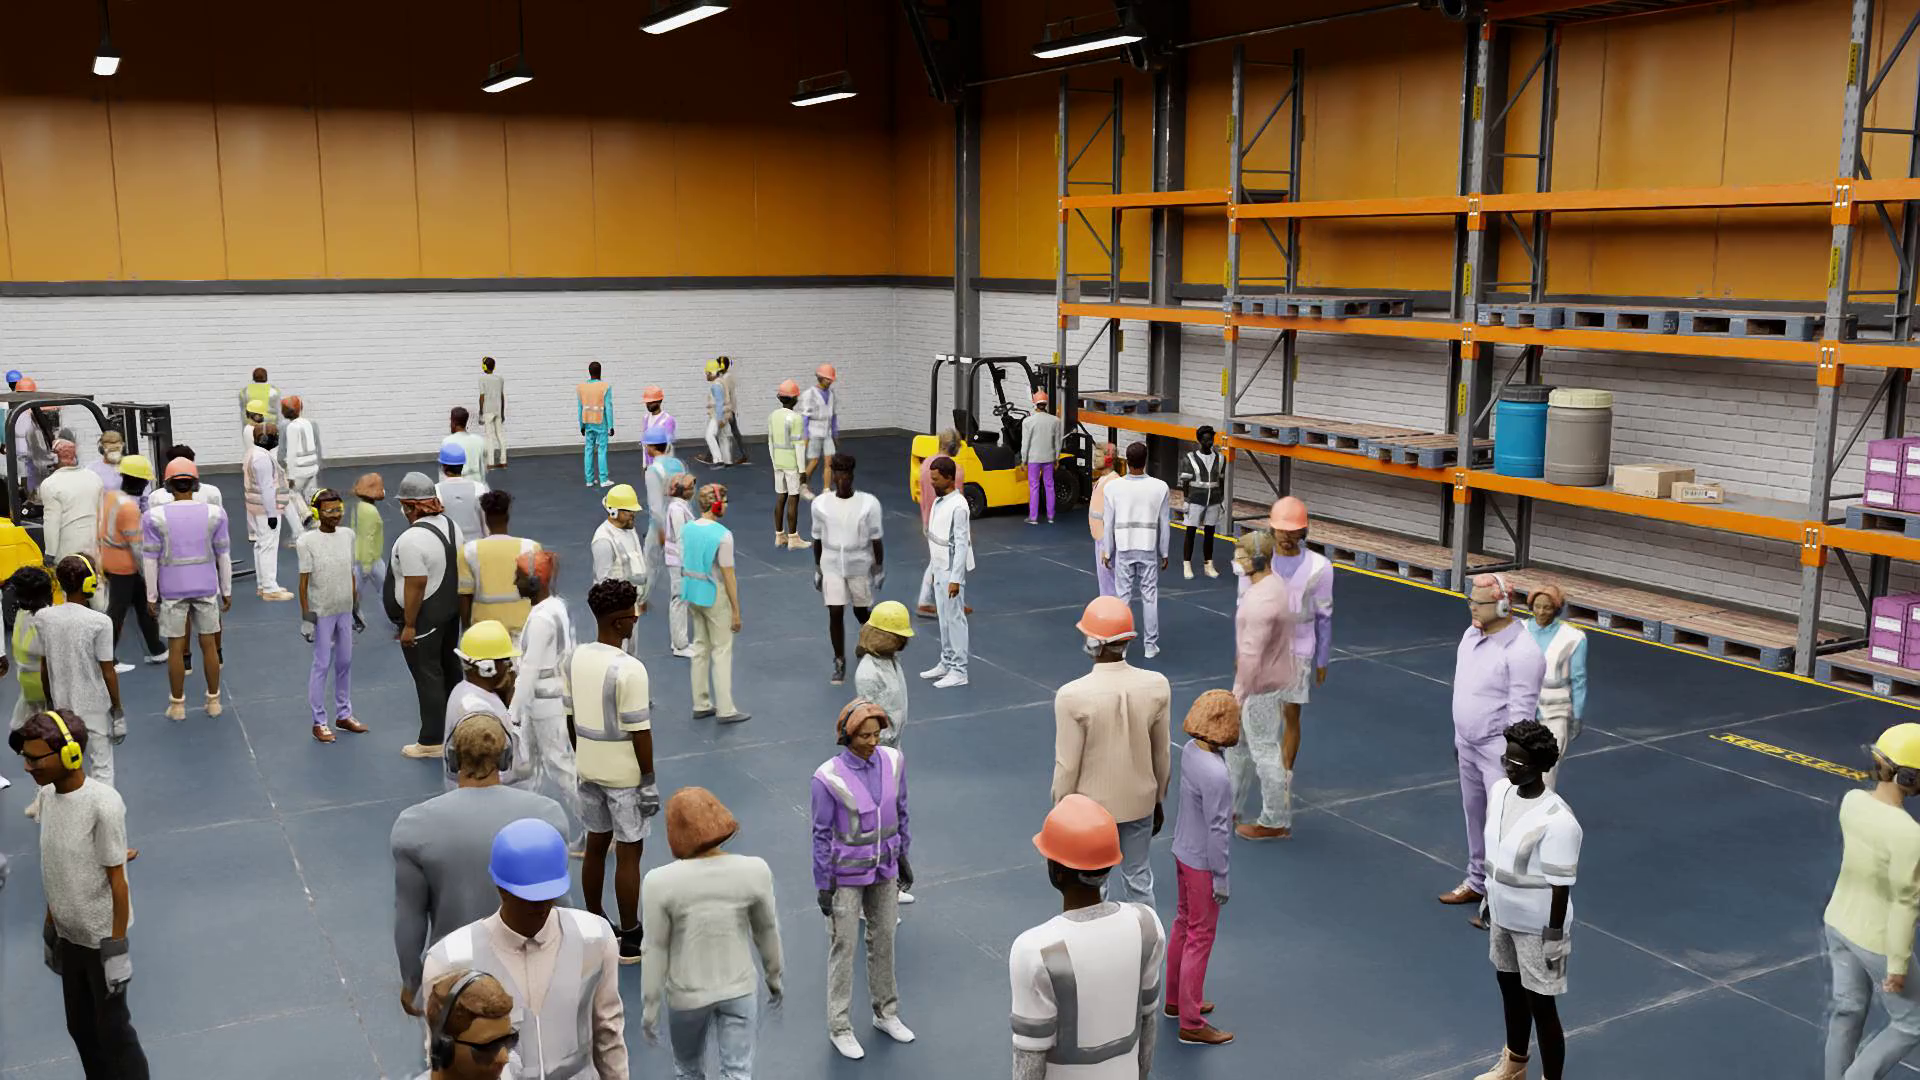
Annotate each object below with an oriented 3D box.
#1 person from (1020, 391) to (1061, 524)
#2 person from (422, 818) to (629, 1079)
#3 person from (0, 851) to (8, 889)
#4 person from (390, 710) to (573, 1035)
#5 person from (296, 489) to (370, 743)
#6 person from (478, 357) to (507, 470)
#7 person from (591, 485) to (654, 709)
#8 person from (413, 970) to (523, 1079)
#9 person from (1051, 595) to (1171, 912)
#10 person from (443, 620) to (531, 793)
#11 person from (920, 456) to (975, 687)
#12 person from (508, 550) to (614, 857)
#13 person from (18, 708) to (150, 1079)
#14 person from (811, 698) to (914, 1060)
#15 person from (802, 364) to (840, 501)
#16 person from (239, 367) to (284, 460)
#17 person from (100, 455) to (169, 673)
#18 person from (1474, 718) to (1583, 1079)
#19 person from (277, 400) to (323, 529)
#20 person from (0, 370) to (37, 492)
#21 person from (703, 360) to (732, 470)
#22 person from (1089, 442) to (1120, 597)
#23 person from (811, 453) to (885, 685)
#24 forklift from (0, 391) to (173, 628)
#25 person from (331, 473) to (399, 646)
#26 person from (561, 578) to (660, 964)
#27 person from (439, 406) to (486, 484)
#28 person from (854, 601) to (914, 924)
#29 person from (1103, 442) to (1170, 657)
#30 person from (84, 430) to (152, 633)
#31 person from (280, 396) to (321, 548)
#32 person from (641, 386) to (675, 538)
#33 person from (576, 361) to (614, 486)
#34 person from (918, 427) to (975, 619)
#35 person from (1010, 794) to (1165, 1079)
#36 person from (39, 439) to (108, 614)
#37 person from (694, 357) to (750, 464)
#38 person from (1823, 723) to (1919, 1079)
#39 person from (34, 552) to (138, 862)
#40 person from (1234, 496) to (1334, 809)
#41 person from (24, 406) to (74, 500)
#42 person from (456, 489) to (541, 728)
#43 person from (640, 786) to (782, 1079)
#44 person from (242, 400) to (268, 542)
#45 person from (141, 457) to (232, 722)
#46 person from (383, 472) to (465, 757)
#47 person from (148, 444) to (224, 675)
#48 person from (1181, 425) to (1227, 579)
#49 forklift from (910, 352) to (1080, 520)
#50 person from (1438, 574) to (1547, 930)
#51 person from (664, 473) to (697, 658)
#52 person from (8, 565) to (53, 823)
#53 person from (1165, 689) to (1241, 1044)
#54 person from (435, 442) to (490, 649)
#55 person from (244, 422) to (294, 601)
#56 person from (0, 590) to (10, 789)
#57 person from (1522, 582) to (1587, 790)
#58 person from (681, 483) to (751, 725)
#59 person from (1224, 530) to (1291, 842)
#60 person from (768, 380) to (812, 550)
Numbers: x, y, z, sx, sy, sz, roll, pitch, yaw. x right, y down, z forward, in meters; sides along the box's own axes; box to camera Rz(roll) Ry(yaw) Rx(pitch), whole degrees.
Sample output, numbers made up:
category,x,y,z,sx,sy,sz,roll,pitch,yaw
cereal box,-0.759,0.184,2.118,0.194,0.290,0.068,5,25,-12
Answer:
category,x,y,z,sx,sy,sz,roll,pitch,yaw
person,1.055,-1.092,21.974,0.575,1.749,0.336,-4,11,-22
person,-1.291,1.762,5.021,0.606,1.940,0.415,-6,11,-29
person,-4.583,1.344,7.344,0.620,1.965,0.369,-4,11,-22
person,-1.742,1.577,6.131,0.636,1.928,0.380,-4,11,-22
person,-4.616,0.541,12.244,0.309,1.868,0.532,6,11,30
person,-7.718,-2.085,27.409,0.327,1.859,0.502,7,12,35
person,-2.606,0.471,12.805,0.403,1.817,0.601,2,10,9
person,-1.307,1.963,4.332,0.814,1.790,0.544,6,11,31
person,0.705,1.243,7.831,0.609,1.997,0.370,-4,11,-22
person,-2.277,1.292,8.049,0.403,1.830,0.599,-3,10,-19
person,-0.088,0.255,13.760,0.392,1.914,0.589,-3,10,-18
person,-2.475,0.973,9.793,0.862,1.852,0.577,-2,10,-10
person,-3.392,1.556,6.459,0.527,1.856,0.332,6,12,31
person,-0.443,1.497,7.432,0.525,1.631,0.313,-9,13,-41
person,-1.965,-1.521,23.738,0.737,1.993,0.673,9,14,43
person,-10.682,-1.735,25.489,0.628,1.827,0.506,-3,10,-16
person,-6.988,0.208,14.153,0.864,1.866,0.631,-7,12,-33
person,2.340,1.562,6.894,0.322,1.693,0.539,-3,10,-15
person,-8.504,-0.988,21.430,0.435,1.734,0.625,10,14,44
person,-13.060,-1.390,23.142,0.403,1.944,0.606,8,12,37
person,-3.995,-2.037,27.261,0.518,1.810,0.630,0,10,1
person,1.363,0.012,15.352,0.390,1.846,0.565,-1,10,-3
person,-0.932,0.196,14.059,0.616,1.940,0.811,1,10,6
forklift,-9.026,-0.363,16.508,1.214,2.155,2.313,6,11,29
person,-5.382,0.178,15.147,0.869,1.585,0.509,-6,12,-31
person,-1.740,1.160,8.412,0.613,1.959,0.361,8,13,39
person,-5.431,-0.530,18.350,0.779,1.892,0.600,4,11,24
person,-0.399,1.179,8.958,0.314,1.735,0.483,2,10,14
person,1.554,0.093,14.674,0.593,1.922,0.391,1,10,4
person,-7.909,-0.078,15.650,0.636,1.929,0.381,-8,12,-37
person,-7.966,-0.809,20.052,0.631,1.854,0.603,0,10,0
person,-3.776,-0.957,20.703,0.544,1.930,0.388,9,13,41
person,-5.571,-1.768,25.427,0.587,1.911,0.397,3,10,19
person,-0.098,-0.151,16.142,0.669,1.896,0.696,-7,12,-36
person,0.366,1.732,5.179,0.545,1.942,0.354,-6,12,-33
person,-8.022,0.041,15.017,0.401,1.906,0.650,3,10,17
person,-3.996,-2.164,27.974,0.971,1.813,0.544,1,10,5
person,3.666,1.578,6.633,0.364,1.749,0.524,-1,10,-5
person,-5.078,0.998,9.644,0.505,1.864,0.331,2,10,9
person,2.104,0.707,10.817,0.624,2.032,0.556,3,10,16
person,-10.102,-0.625,18.504,0.621,2.025,0.492,3,10,19
person,-3.245,0.597,11.835,0.612,1.917,1.023,-2,10,-9
person,-0.954,1.696,6.338,0.561,1.597,0.769,-3,10,-18
person,-8.711,-0.859,20.622,0.338,1.759,0.528,-3,10,-17
person,-5.907,0.376,12.742,0.613,2.031,0.410,-7,12,-34
person,-3.838,0.521,11.865,0.535,2.000,0.684,2,10,12
person,-6.565,0.159,14.156,0.361,1.964,0.615,10,14,44
person,2.674,-0.417,18.253,0.534,1.697,0.321,-3,10,-15
forklift,0.460,-1.461,22.833,2.313,2.155,1.214,-5,11,-28
person,2.823,1.112,8.889,0.395,1.899,0.640,-3,10,-15
person,-2.465,0.218,14.768,0.311,1.639,0.512,-2,10,-11
person,-5.723,0.970,10.352,0.578,1.658,0.407,8,12,37
person,1.119,1.472,7.593,0.289,1.626,0.498,-1,10,-7
person,-4.330,0.127,14.390,0.614,1.950,0.375,-5,11,-28
person,-7.129,-0.297,17.151,0.429,1.839,0.634,-6,11,-31
person,-6.599,0.732,10.973,0.365,1.928,0.585,9,13,42
person,3.544,1.036,10.137,0.525,1.617,0.562,6,11,31
person,-1.891,0.485,12.633,0.567,1.846,0.403,9,13,43
person,1.671,0.889,10.070,0.721,1.921,0.661,2,10,13
person,-2.044,-0.906,20.071,0.375,2.042,0.615,-9,13,-41
